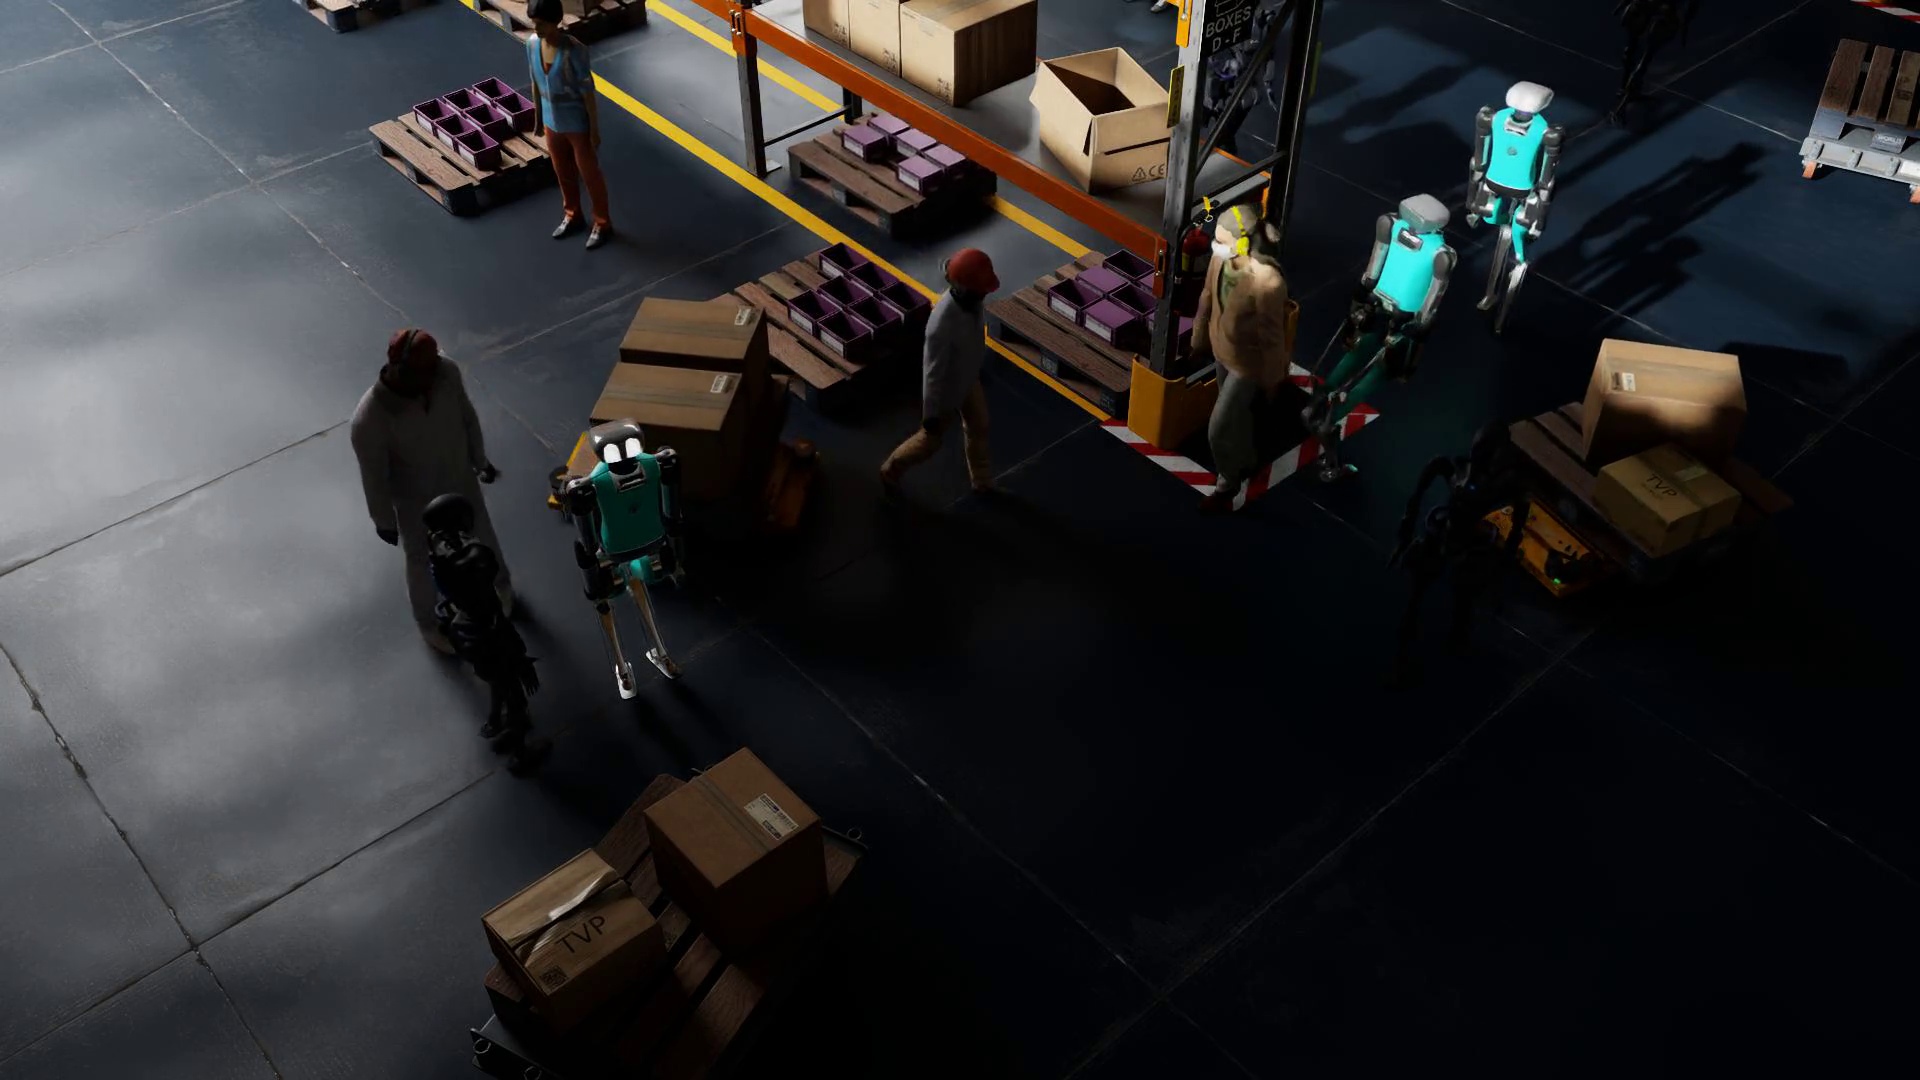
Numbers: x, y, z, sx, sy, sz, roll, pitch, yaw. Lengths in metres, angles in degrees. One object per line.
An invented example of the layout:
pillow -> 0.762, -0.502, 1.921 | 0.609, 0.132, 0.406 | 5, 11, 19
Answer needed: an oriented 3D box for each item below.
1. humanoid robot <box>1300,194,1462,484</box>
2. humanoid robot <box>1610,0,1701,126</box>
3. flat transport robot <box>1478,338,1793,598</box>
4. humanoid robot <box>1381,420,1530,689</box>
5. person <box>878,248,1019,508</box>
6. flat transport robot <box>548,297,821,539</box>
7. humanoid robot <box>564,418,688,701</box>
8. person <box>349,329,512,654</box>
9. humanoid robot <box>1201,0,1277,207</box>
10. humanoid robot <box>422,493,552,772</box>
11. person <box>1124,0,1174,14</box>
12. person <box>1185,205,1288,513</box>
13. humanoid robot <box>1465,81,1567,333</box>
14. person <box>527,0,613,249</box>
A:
humanoid robot -> 2.182, -0.989, 9.112 | 0.824, 1.786, 0.541 | -25, 48, -25
humanoid robot -> 5.178, -3.955, 12.372 | 0.612, 1.623, 0.675 | 29, 50, 28
flat transport robot -> 3.677, -0.156, 9.264 | 1.431, 0.231, 0.659 | -19, 46, -19
humanoid robot -> 2.396, 0.033, 8.013 | 0.594, 1.639, 0.538 | 21, 47, 22
person -> -0.084, -0.869, 8.969 | 0.763, 1.717, 0.589 | 15, 45, 16
flat transport robot -> -1.567, -0.370, 9.498 | 1.431, 0.231, 0.659 | 6, 43, 6
humanoid robot -> -1.611, 0.013, 7.898 | 0.533, 1.677, 0.735 | -21, 47, -22
person -> -2.594, -0.258, 8.193 | 0.446, 1.883, 0.686 | 26, 48, 25
humanoid robot -> 1.896, -3.156, 11.538 | 0.587, 1.640, 0.821 | -18, 46, -19
humanoid robot -> -2.165, 0.428, 7.582 | 0.601, 1.646, 0.330 | 34, 52, 31
person -> 1.666, -5.298, 13.701 | 0.380, 1.836, 0.562 | -33, 52, -31
person -> 1.471, -0.977, 8.990 | 0.633, 1.845, 0.572 | -18, 45, -18
humanoid robot -> 3.434, -2.082, 10.304 | 0.540, 1.804, 0.832 | 25, 48, 24
person -> -2.600, -2.770, 11.006 | 0.502, 1.760, 0.321 | 18, 46, 19
